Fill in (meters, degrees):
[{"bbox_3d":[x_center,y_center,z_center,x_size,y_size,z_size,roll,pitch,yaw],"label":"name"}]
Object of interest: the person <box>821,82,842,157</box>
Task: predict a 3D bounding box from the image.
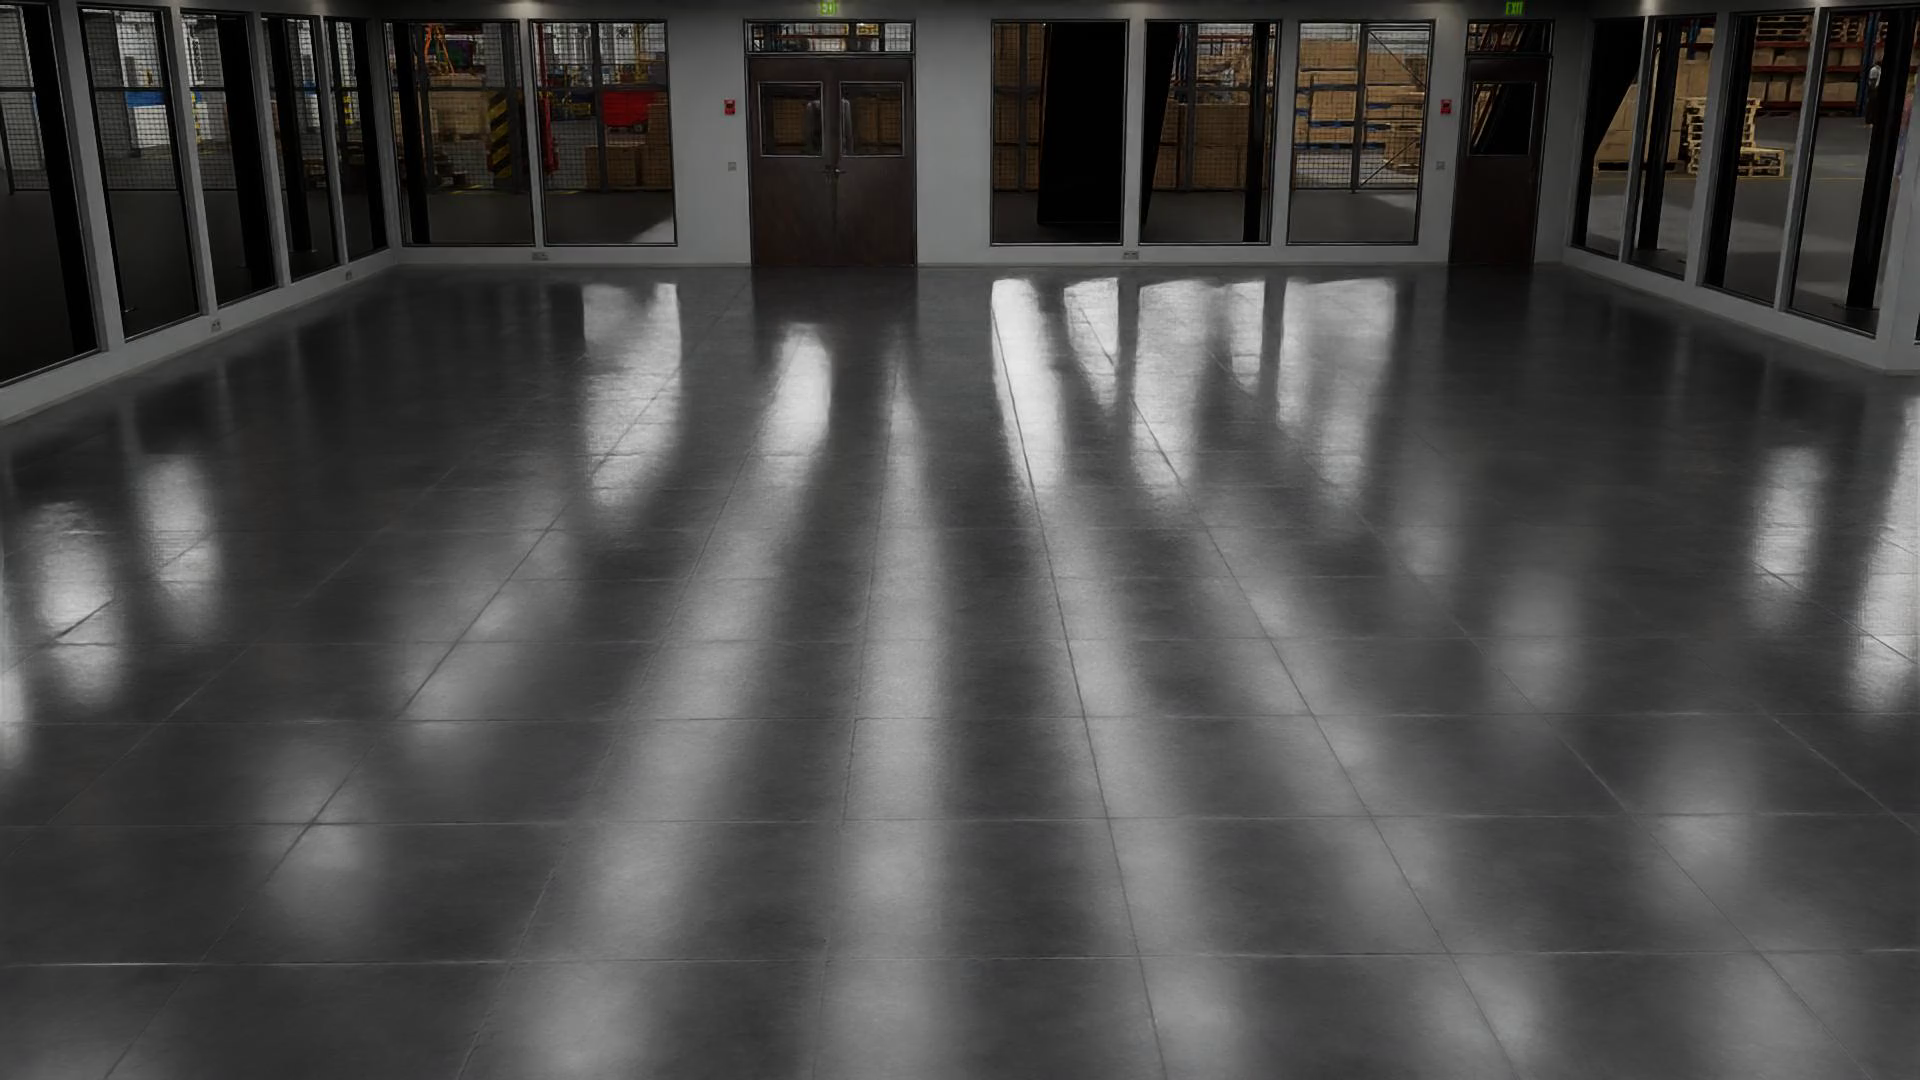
[{"bbox_3d":[-1.576,-4.590,19.798,0.614,1.869,0.449,-8,18,-26],"label":"person"}]
